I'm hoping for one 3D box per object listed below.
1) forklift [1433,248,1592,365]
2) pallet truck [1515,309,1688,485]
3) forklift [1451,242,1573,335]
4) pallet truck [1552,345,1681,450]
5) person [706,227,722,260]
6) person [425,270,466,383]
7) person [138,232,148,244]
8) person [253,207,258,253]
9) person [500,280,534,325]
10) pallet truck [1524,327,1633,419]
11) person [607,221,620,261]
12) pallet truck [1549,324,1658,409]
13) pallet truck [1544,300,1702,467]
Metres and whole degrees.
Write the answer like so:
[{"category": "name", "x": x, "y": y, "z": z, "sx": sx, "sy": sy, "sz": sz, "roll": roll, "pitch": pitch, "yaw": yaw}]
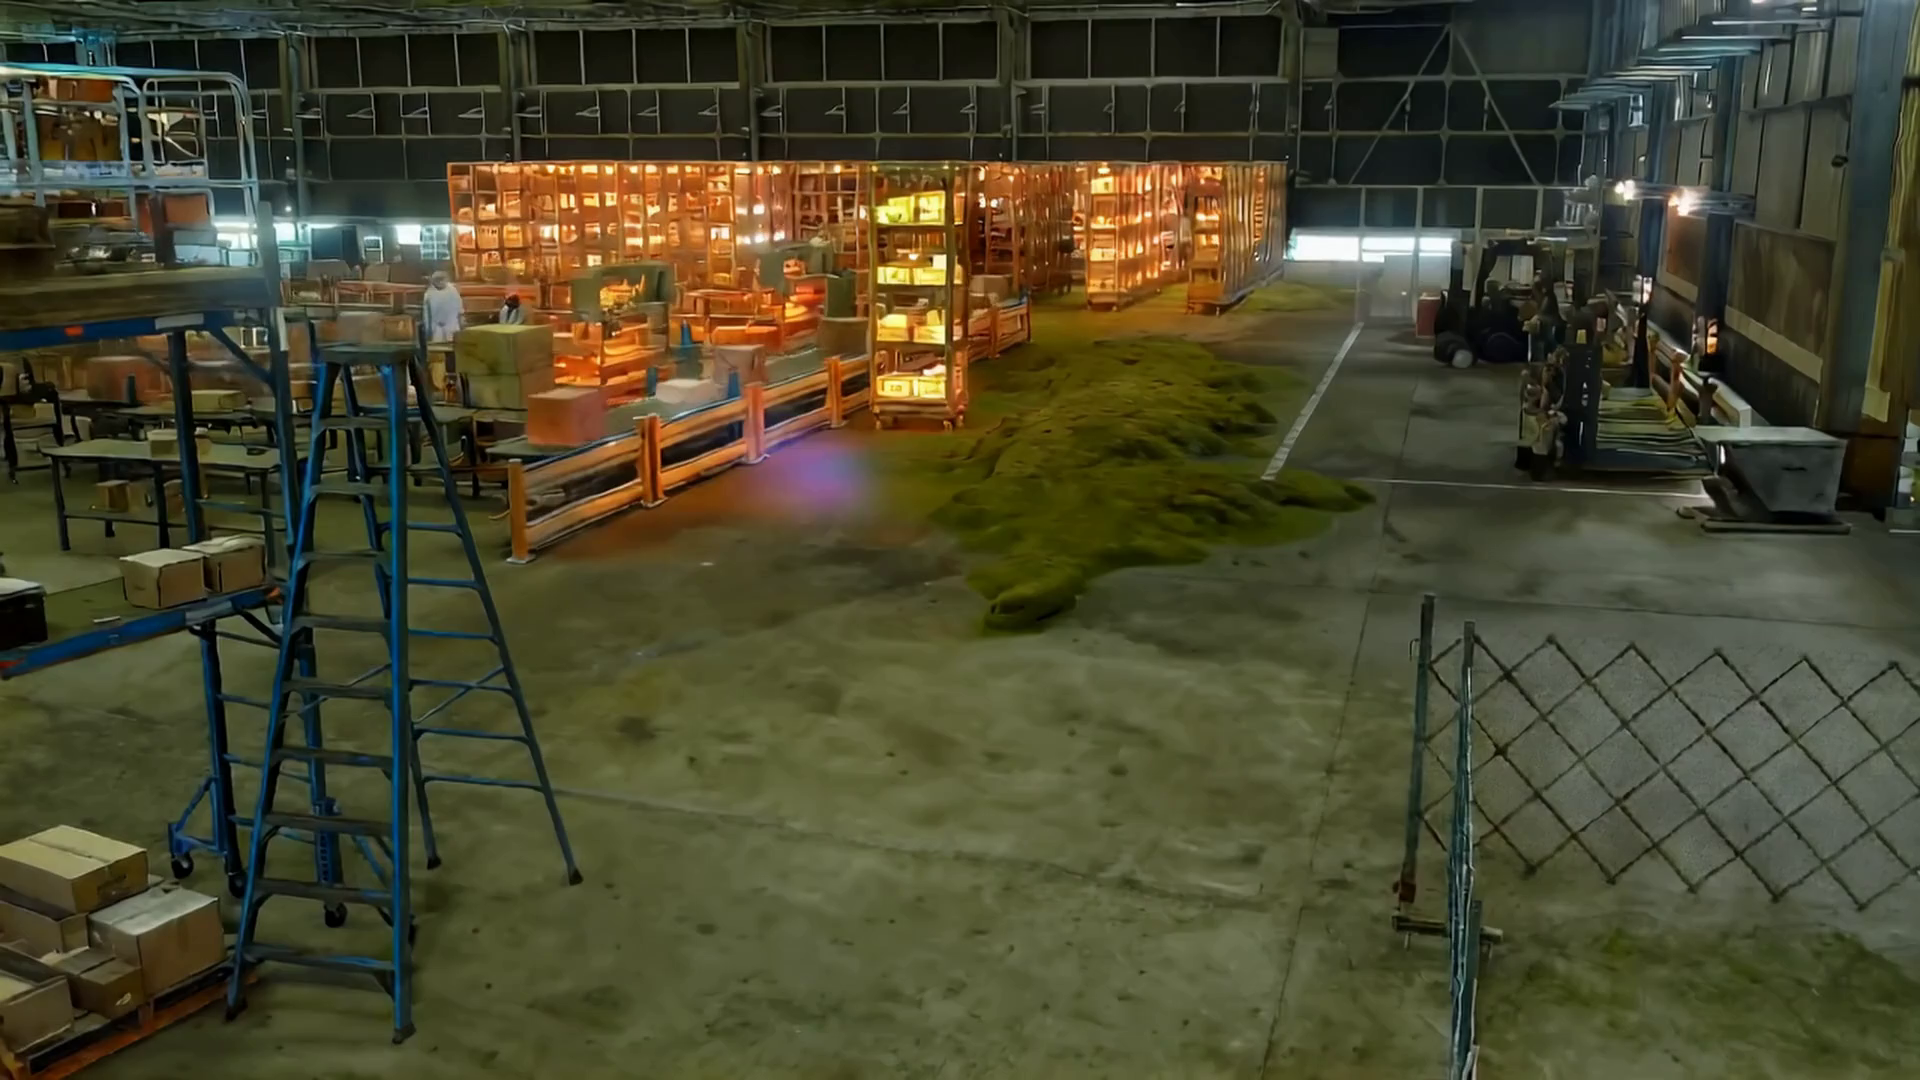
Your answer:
[{"category": "forklift", "x": 9.780, "y": -4.111, "z": 29.280, "sx": 2.680, "sy": 1.987, "sz": 1.157, "roll": 3, "pitch": 13, "yaw": 14}, {"category": "pallet truck", "x": 7.554, "y": -1.677, "z": 19.446, "sx": 1.885, "sy": 1.965, "sz": 0.823, "roll": 3, "pitch": 13, "yaw": 14}, {"category": "forklift", "x": 10.464, "y": -4.597, "z": 31.405, "sx": 2.680, "sy": 1.987, "sz": 1.157, "roll": 4, "pitch": 14, "yaw": 16}, {"category": "pallet truck", "x": 8.641, "y": -1.896, "z": 21.908, "sx": 1.630, "sy": 1.274, "sz": 0.653, "roll": 4, "pitch": 14, "yaw": 16}, {"category": "person", "x": -7.366, "y": -8.753, "z": 50.013, "sx": 0.609, "sy": 1.996, "sz": 0.379, "roll": 0, "pitch": 13, "yaw": 2}, {"category": "person", "x": -8.665, "y": -3.610, "z": 28.088, "sx": 0.716, "sy": 1.867, "sz": 0.656, "roll": 0, "pitch": 13, "yaw": -1}, {"category": "person", "x": -22.072, "y": -7.461, "z": 45.031, "sx": 0.898, "sy": 1.722, "sz": 0.536, "roll": 6, "pitch": 14, "yaw": 24}, {"category": "person", "x": -26.528, "y": -11.769, "z": 63.275, "sx": 0.704, "sy": 1.897, "sz": 0.390, "roll": 4, "pitch": 14, "yaw": 16}, {"category": "person", "x": -6.277, "y": -2.642, "z": 23.512, "sx": 0.615, "sy": 2.043, "sz": 0.373, "roll": 8, "pitch": 15, "yaw": 32}, {"category": "pallet truck", "x": 9.065, "y": -2.460, "z": 24.370, "sx": 1.522, "sy": 1.261, "sz": 0.704, "roll": 3, "pitch": 13, "yaw": 14}, {"category": "person", "x": -11.157, "y": -9.332, "z": 52.951, "sx": 0.892, "sy": 1.784, "sz": 0.596, "roll": 6, "pitch": 14, "yaw": 23}, {"category": "pallet truck", "x": 9.824, "y": -2.669, "z": 25.407, "sx": 1.601, "sy": 1.201, "sz": 0.680, "roll": 4, "pitch": 14, "yaw": 16}, {"category": "pallet truck", "x": 8.263, "y": -1.952, "z": 20.631, "sx": 1.885, "sy": 1.965, "sz": 0.823, "roll": 5, "pitch": 14, "yaw": 20}]
